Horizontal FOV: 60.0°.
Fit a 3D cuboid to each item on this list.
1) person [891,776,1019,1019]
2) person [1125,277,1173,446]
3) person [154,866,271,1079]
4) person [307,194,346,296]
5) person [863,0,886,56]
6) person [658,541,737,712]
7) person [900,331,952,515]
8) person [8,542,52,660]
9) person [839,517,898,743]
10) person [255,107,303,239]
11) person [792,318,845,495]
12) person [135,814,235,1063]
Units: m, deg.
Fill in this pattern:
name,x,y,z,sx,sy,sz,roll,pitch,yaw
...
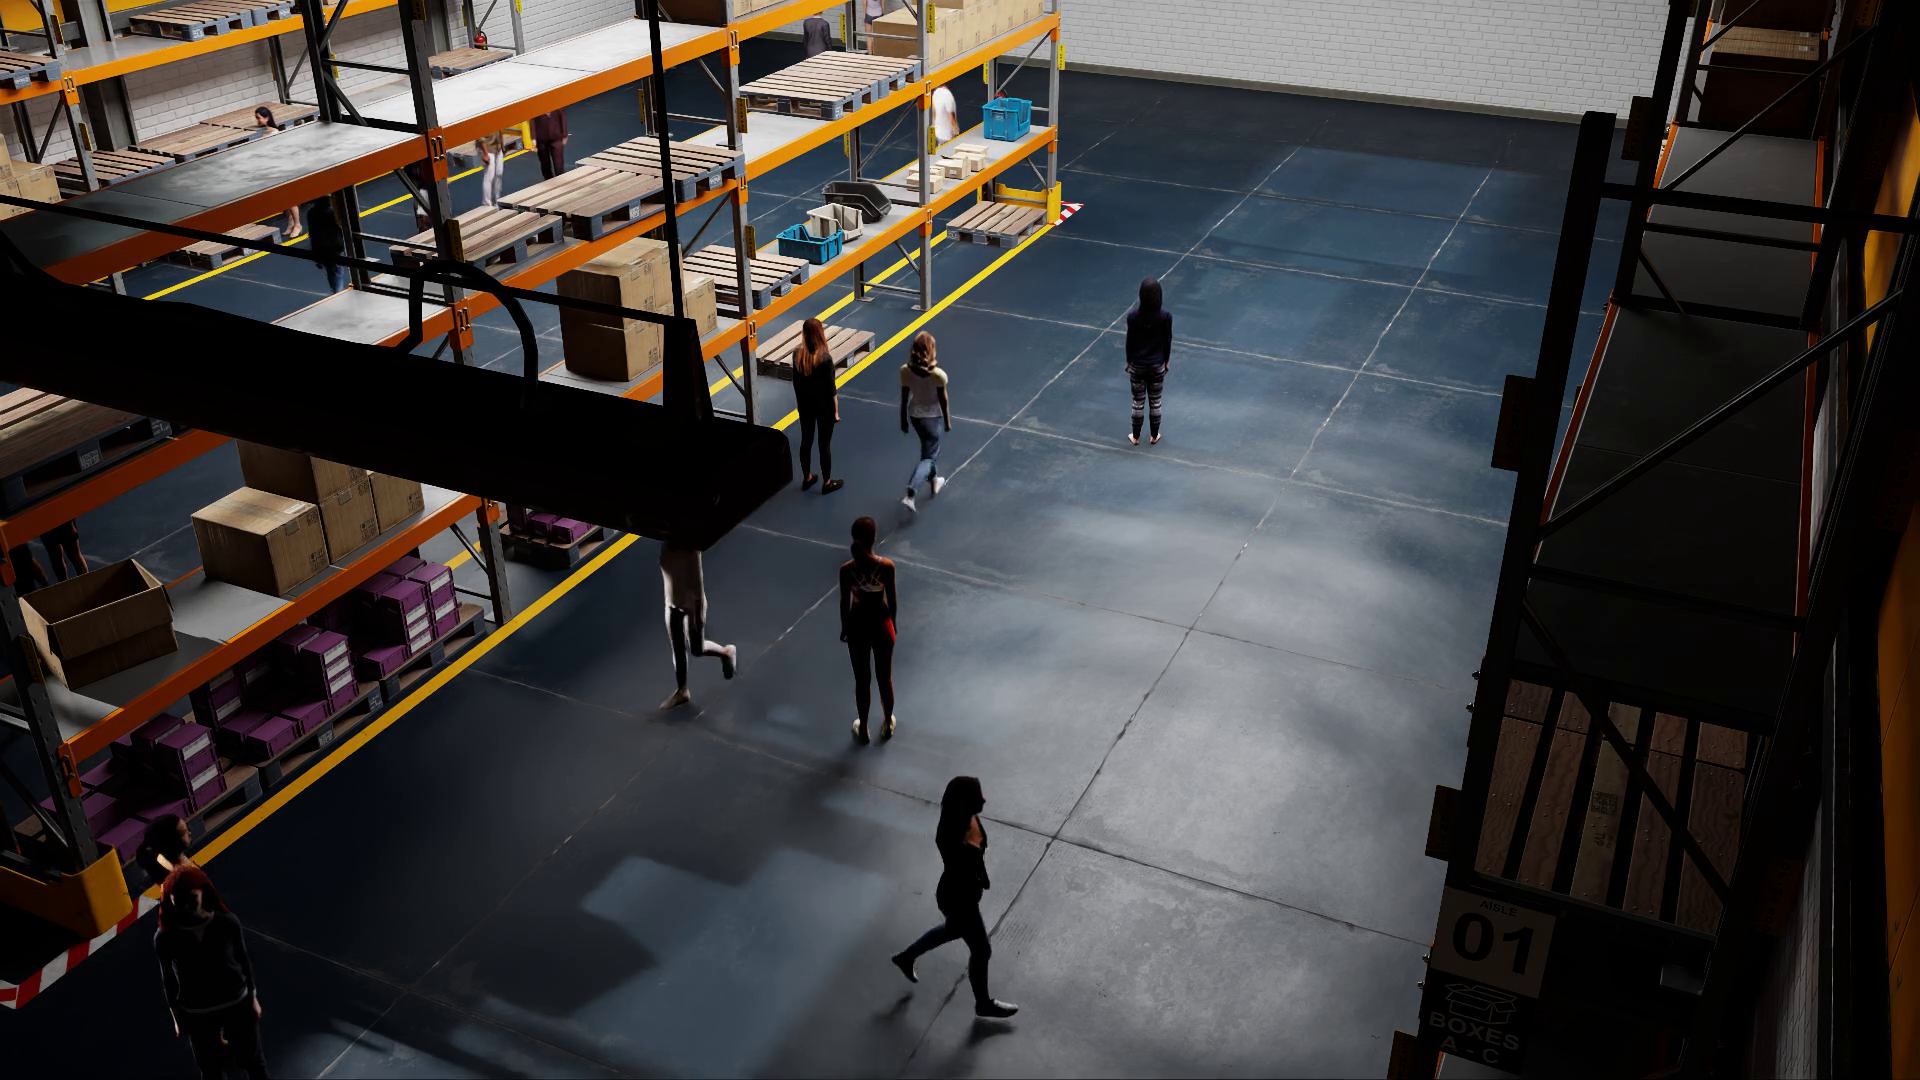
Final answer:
name,x,y,z,sx,sy,sz,roll,pitch,yaw
person,-0.062,2.031,9.574,0.821,1.700,1.018,5,29,9
person,1.864,-1.772,16.511,0.675,1.734,0.653,1,29,1
person,-3.902,2.445,8.733,0.643,1.778,0.709,-11,30,-19
person,-7.331,-3.283,19.349,0.861,1.668,1.155,1,29,1
person,-1.634,-9.939,31.512,0.674,1.706,0.725,-8,30,-15
person,-1.994,0.452,12.468,0.740,1.701,1.002,21,35,34
person,-0.340,-1.041,15.216,0.654,1.690,1.119,15,32,25
person,-7.050,0.528,12.316,0.892,1.713,1.200,3,29,5
person,-0.648,0.657,11.999,0.669,1.789,0.701,-4,29,-8
person,-9.121,-4.915,22.238,0.707,1.766,0.717,22,36,35
person,-1.362,-1.261,15.595,0.601,1.713,0.518,14,32,24
person,-4.282,2.250,9.151,0.735,1.720,0.685,-13,31,-22
